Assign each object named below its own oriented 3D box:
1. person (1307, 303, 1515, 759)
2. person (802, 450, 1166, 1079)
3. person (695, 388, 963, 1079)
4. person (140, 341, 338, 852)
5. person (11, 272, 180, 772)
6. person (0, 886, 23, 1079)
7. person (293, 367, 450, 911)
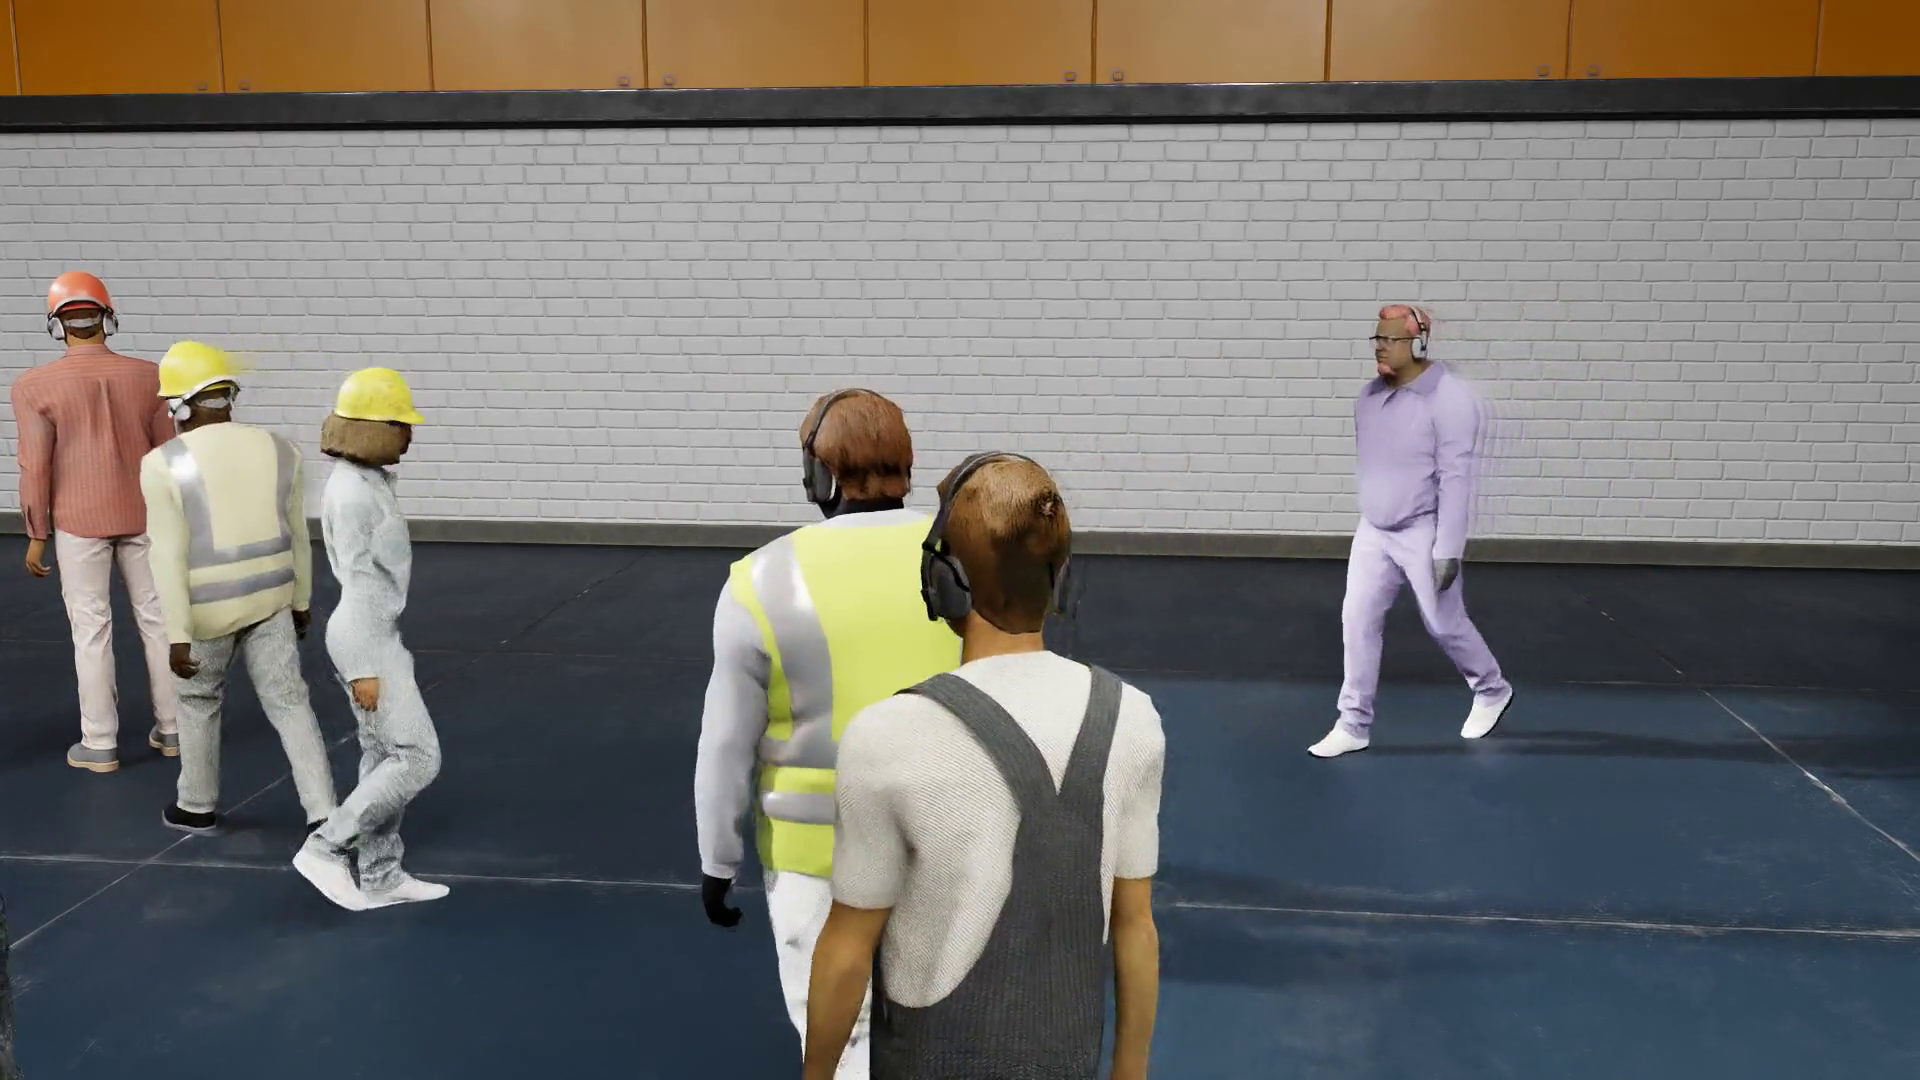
[{"bbox_3d":[1.903,-0.046,6.870,0.948,1.868,0.649,-6,11,-30],"label":"person"},{"bbox_3d":[0.066,0.777,2.337,0.511,1.813,0.934,-7,12,-36],"label":"person"},{"bbox_3d":[-0.211,0.596,3.375,0.648,1.811,0.793,-4,11,-21],"label":"person"},{"bbox_3d":[-2.457,0.210,5.684,0.965,1.780,0.603,7,12,36],"label":"person"},{"bbox_3d":[-3.431,-0.068,6.662,0.402,1.985,0.613,9,14,43],"label":"person"},{"bbox_3d":[-1.181,0.855,1.585,0.613,1.908,0.440,-3,10,-18],"label":"person"},{"bbox_3d":[-1.795,0.335,5.088,0.414,1.725,0.552,-3,10,-15],"label":"person"}]
